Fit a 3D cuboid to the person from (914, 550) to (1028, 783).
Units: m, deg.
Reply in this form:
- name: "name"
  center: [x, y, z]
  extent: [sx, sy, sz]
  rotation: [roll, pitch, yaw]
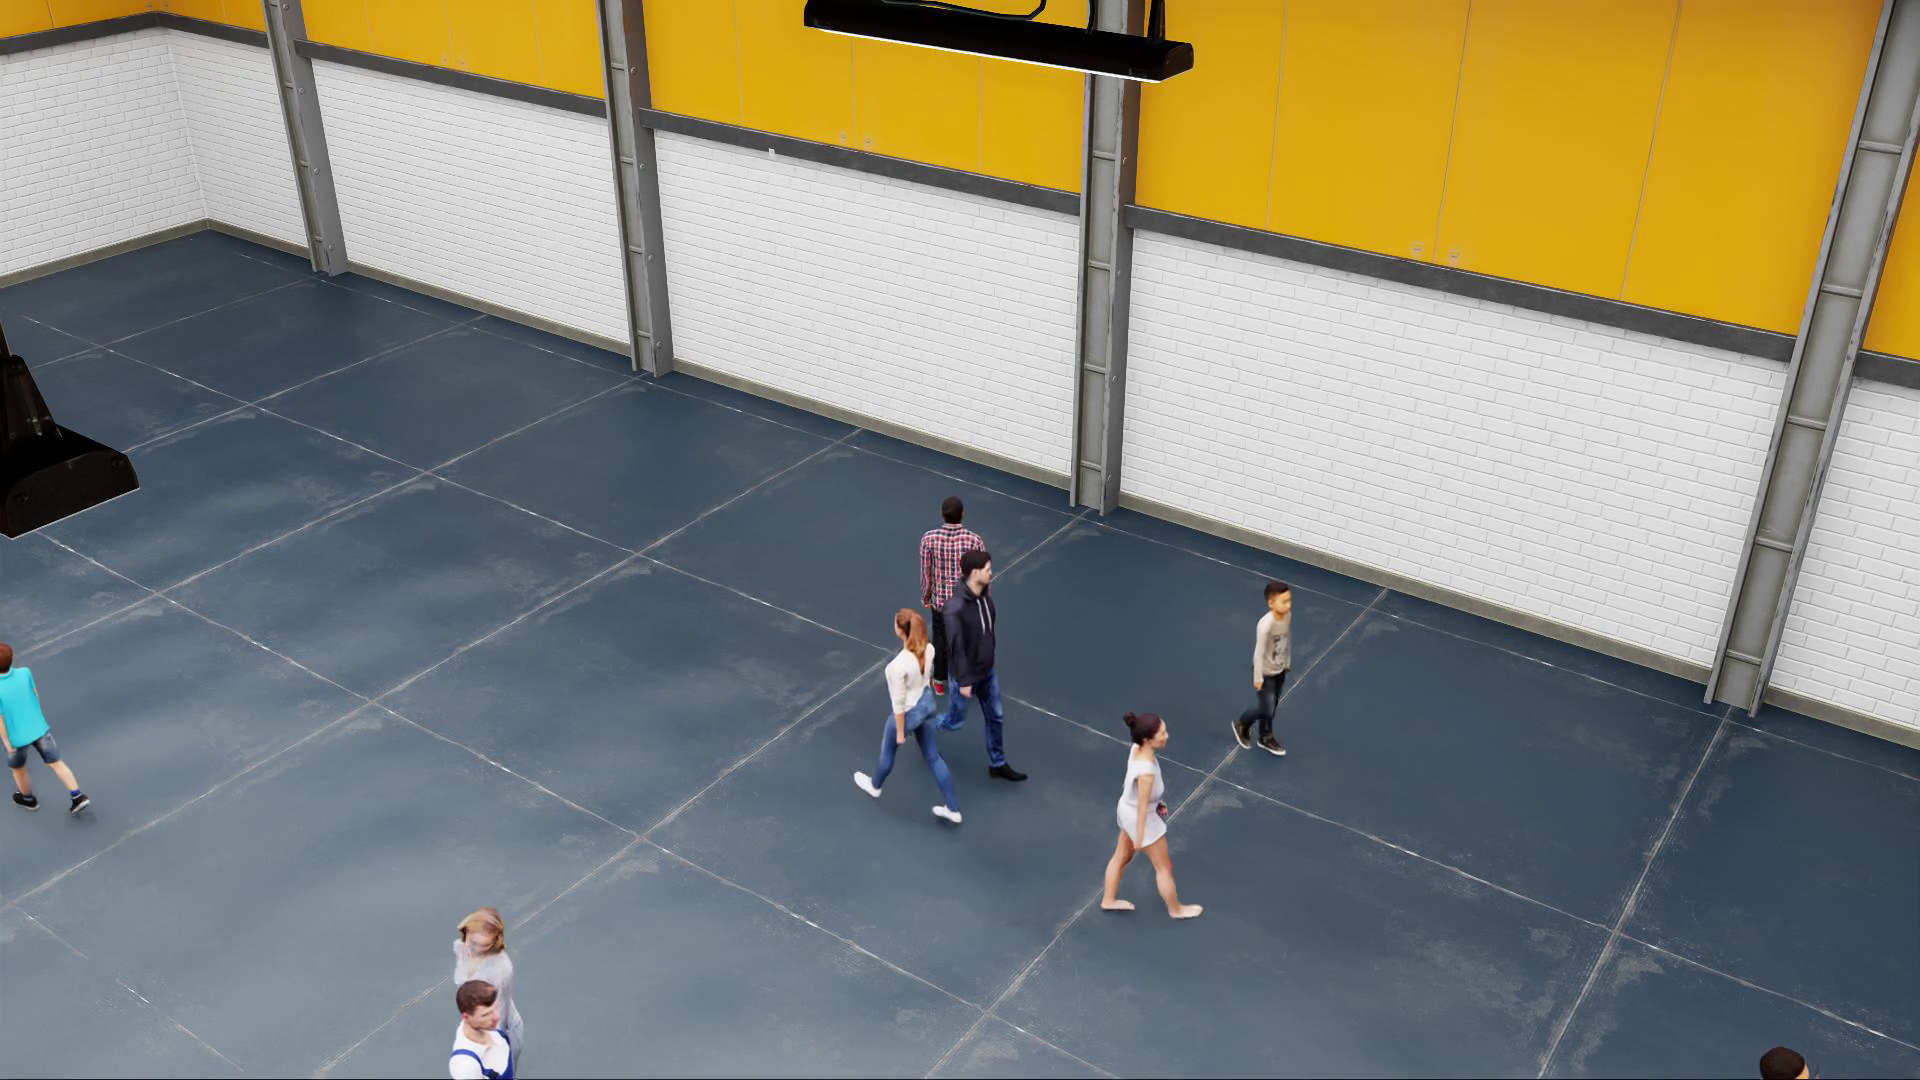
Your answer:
- name: "person"
  center: [0.004, 0.933, 12.157]
  extent: [1.138, 1.848, 0.684]
  rotation: [23, 36, 35]

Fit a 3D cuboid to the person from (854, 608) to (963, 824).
- name: "person"
  center: [-0.258, 1.281, 11.705]
  extent: [1.142, 1.669, 0.668]
  rotation: [21, 35, 33]

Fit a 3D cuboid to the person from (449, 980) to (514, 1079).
- name: "person"
  center: [-2.388, 2.956, 8.447]
  extent: [0.772, 1.848, 0.724]
  rotation: [-3, 29, -5]

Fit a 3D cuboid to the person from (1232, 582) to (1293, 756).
- name: "person"
  center: [2.276, 0.954, 12.525]
  extent: [0.672, 1.459, 0.591]
  rotation: [23, 36, 36]

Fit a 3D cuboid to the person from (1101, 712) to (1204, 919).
- name: "person"
  center: [1.091, 1.807, 10.825]
  extent: [0.975, 1.589, 0.883]
  rotation: [-3, 29, -5]

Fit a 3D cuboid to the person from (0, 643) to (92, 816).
- name: "person"
  center: [-6.587, 1.361, 11.810]
  extent: [0.929, 1.428, 0.550]
  rotation: [17, 33, 28]

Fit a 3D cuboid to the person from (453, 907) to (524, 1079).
- name: "person"
  center: [-2.457, 2.680, 9.051]
  extent: [0.785, 1.755, 0.682]
  rotation: [-19, 34, -31]

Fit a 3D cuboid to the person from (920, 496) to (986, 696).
- name: "person"
  center: [-0.049, 0.445, 13.143]
  extent: [0.719, 1.760, 0.839]
  rotation: [2, 29, 4]
